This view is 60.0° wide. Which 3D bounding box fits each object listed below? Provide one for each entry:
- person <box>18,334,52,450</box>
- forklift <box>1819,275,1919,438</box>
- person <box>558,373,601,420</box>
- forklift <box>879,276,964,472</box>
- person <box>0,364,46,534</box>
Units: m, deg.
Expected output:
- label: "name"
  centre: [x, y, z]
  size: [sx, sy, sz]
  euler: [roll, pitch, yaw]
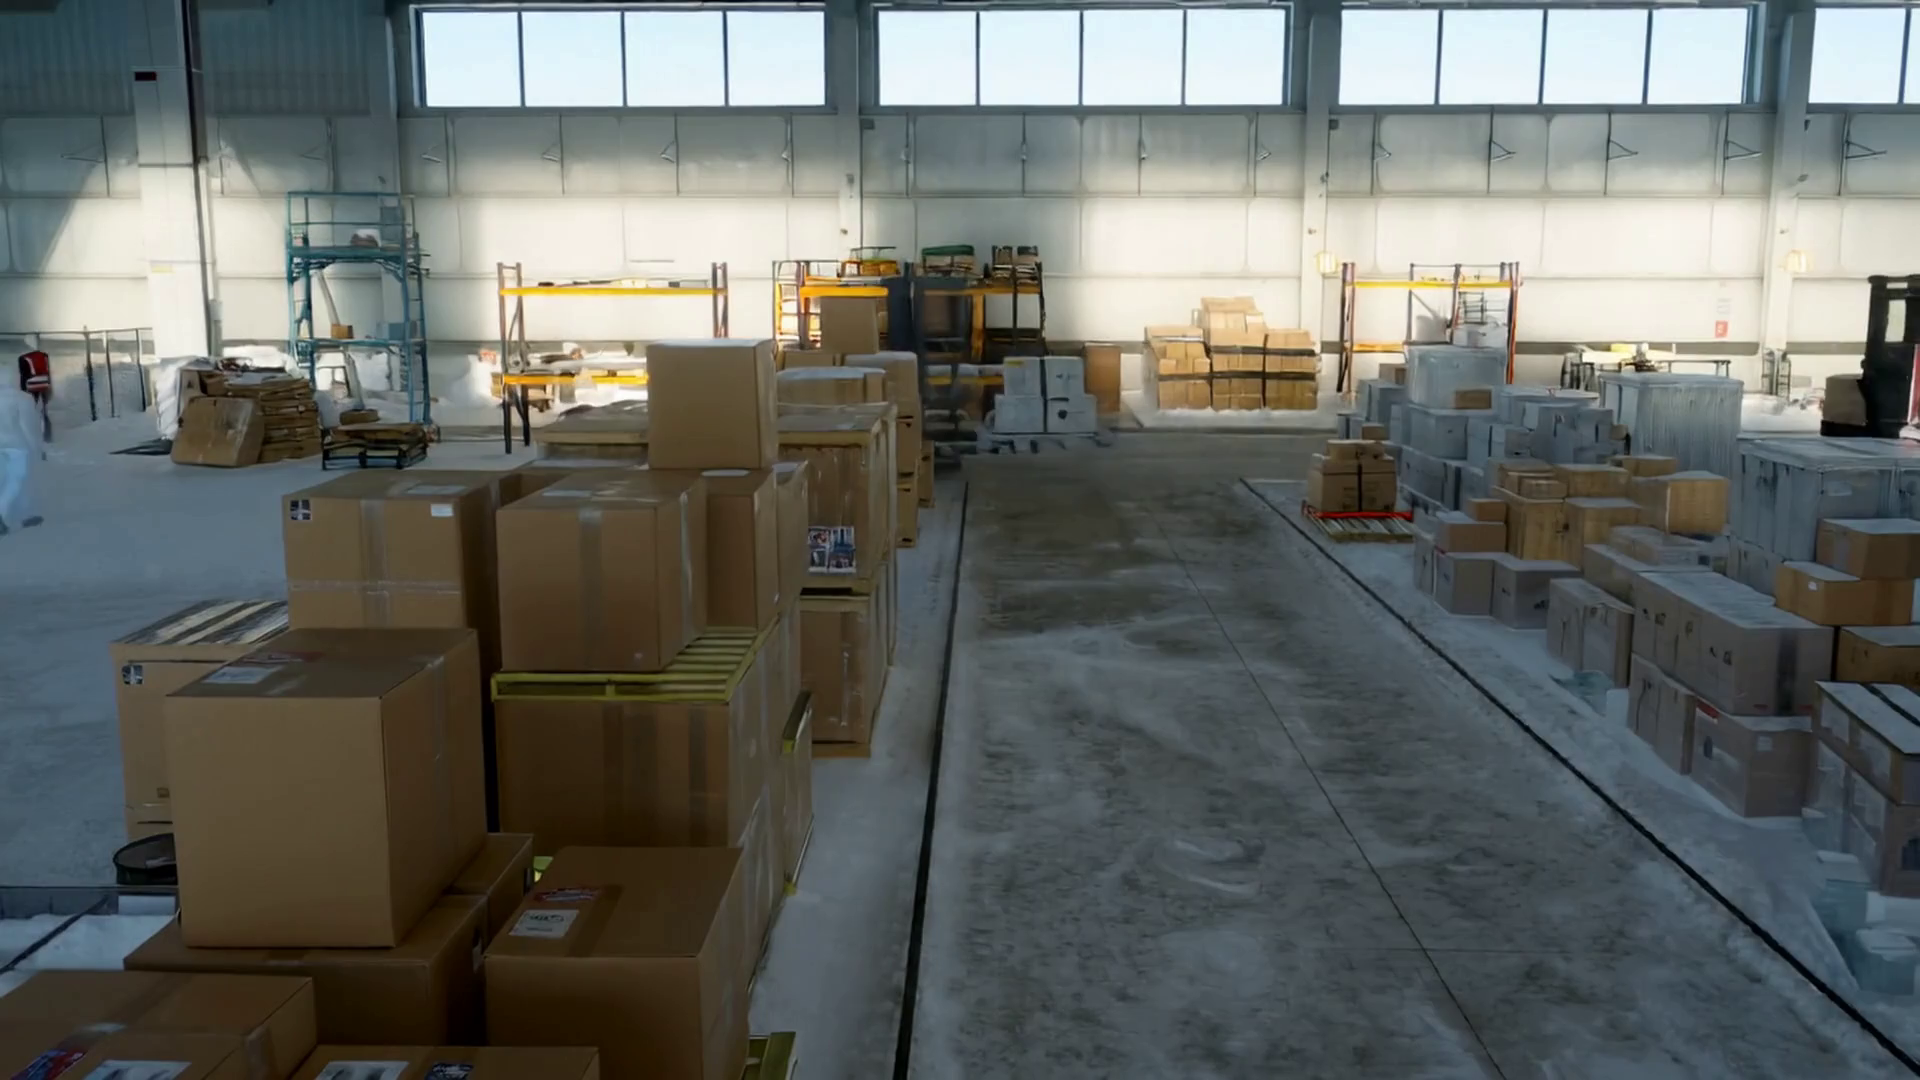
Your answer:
- label: "person"
  centre: [-14.949, -2.393, 26.993]
  size: [0.437, 1.874, 0.686]
  euler: [4, 10, 20]
- label: "forklift"
  centre: [15.540, -3.024, 27.749]
  size: [1.129, 2.768, 1.873]
  euler: [-2, 10, -14]
- label: "person"
  centre: [-3.814, -0.754, 17.067]
  size: [0.548, 1.907, 0.755]
  euler: [-1, 10, -5]
- label: "forklift"
  centre: [-0.906, -2.420, 24.134]
  size: [1.873, 2.768, 1.129]
  euler: [0, 9, -2]
- label: "person"
  centre: [-10.741, -1.029, 18.752]
  size: [0.627, 1.908, 0.982]
  euler: [1, 10, 5]
